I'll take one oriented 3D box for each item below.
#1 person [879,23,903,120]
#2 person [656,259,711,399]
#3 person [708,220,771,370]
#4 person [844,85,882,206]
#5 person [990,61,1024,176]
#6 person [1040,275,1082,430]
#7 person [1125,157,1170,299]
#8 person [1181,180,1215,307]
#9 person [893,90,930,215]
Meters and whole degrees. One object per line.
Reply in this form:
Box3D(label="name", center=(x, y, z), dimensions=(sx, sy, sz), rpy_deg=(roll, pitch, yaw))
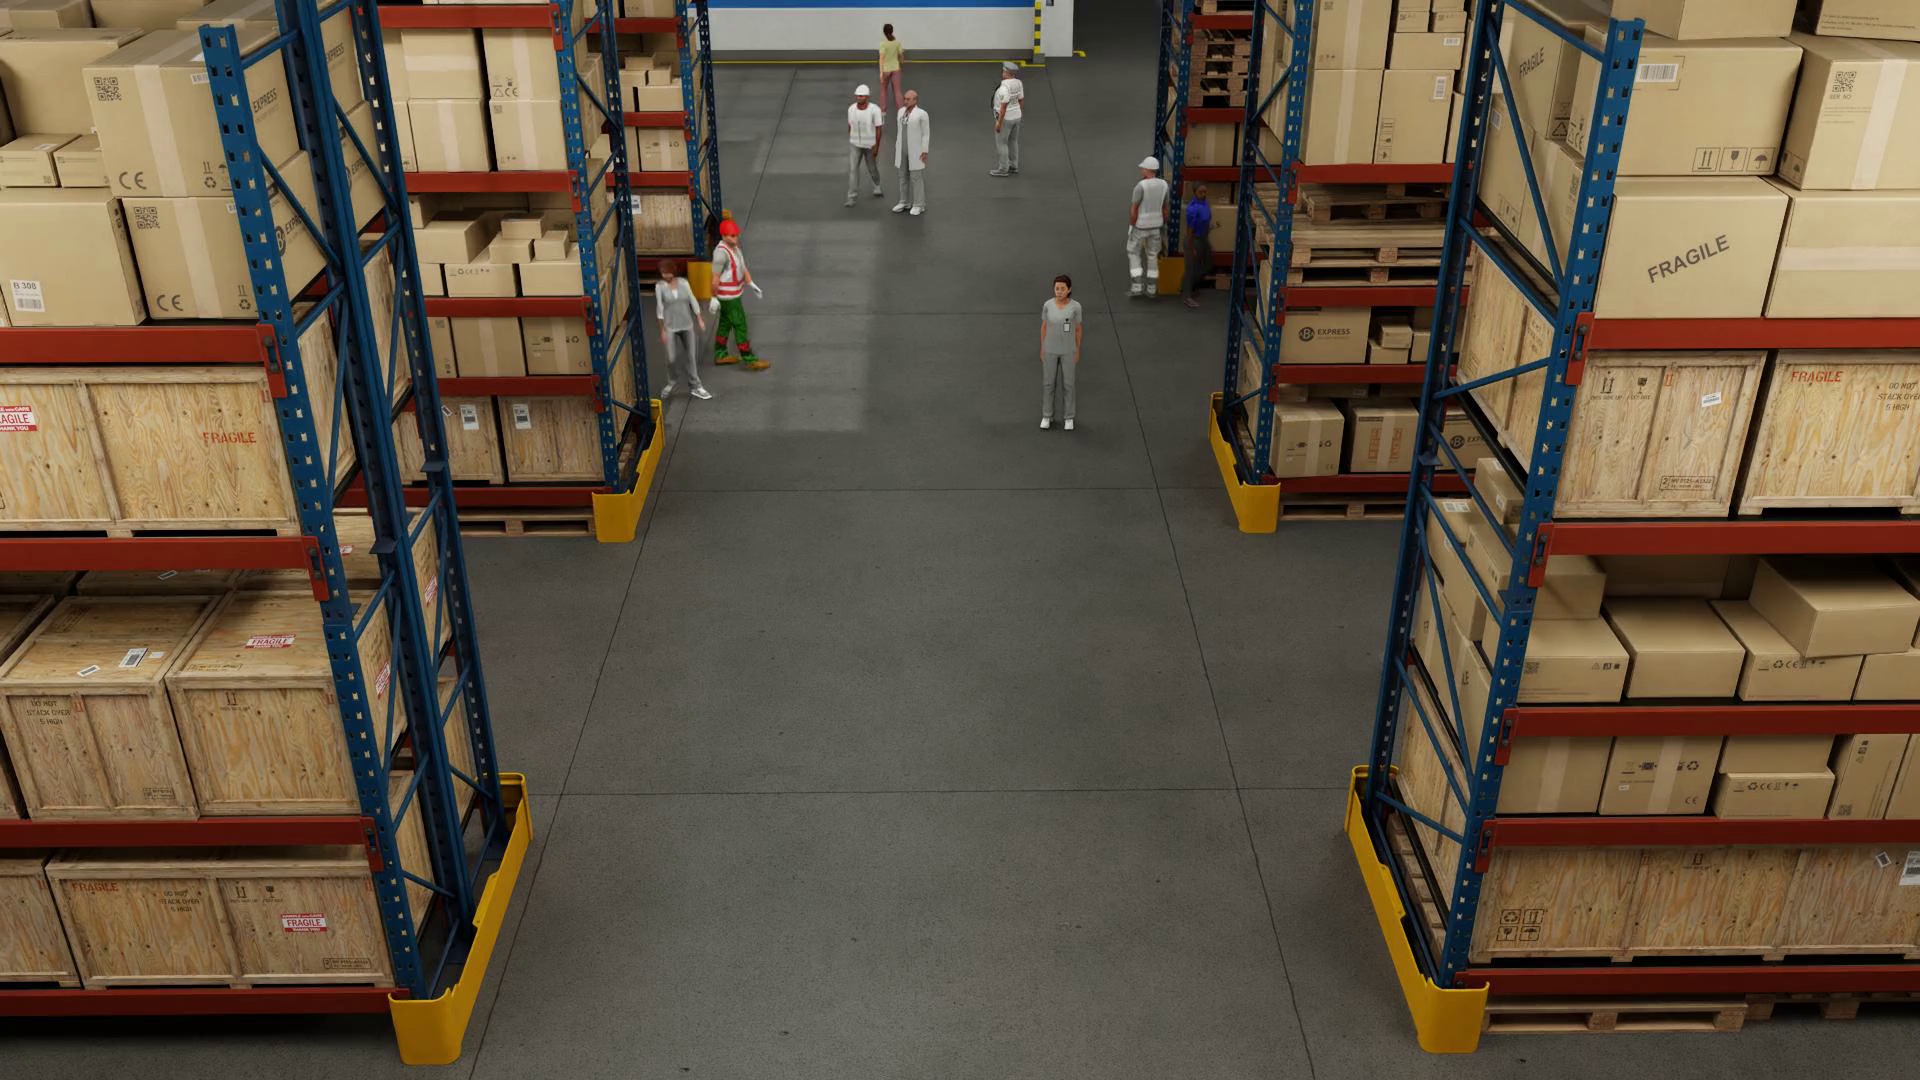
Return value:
Box3D(label="person", center=(-1.233, -8.312, 29.461), dimensions=(0.472, 1.641, 0.936), rpy_deg=(-8, 29, -15))
Box3D(label="person", center=(-3.060, -2.319, 18.396), dimensions=(0.568, 1.600, 0.418), rpy_deg=(-14, 31, -25))
Box3D(label="person", center=(-2.546, -2.807, 19.079), dimensions=(0.694, 1.784, 0.576), rpy_deg=(1, 28, 2))
Box3D(label="person", center=(-1.446, -5.946, 24.983), dimensions=(0.580, 1.733, 1.012), rpy_deg=(8, 29, 15))
Box3D(label="person", center=(0.738, -6.675, 26.315), dimensions=(0.415, 1.771, 0.530), rpy_deg=(20, 34, 32))
Box3D(label="person", center=(1.067, -2.008, 17.739), dimensions=(0.435, 1.671, 0.402), rpy_deg=(5, 29, 9))
Box3D(label="person", center=(2.421, -3.977, 21.278), dimensions=(0.582, 1.808, 0.494), rpy_deg=(-10, 30, -17))
Box3D(label="person", center=(2.966, -3.754, 20.989), dimensions=(0.438, 1.649, 0.535), rpy_deg=(18, 33, 30))
Box3D(label="person", center=(-0.751, -5.717, 24.521), dimensions=(0.574, 1.781, 0.402), rpy_deg=(17, 33, 28))
